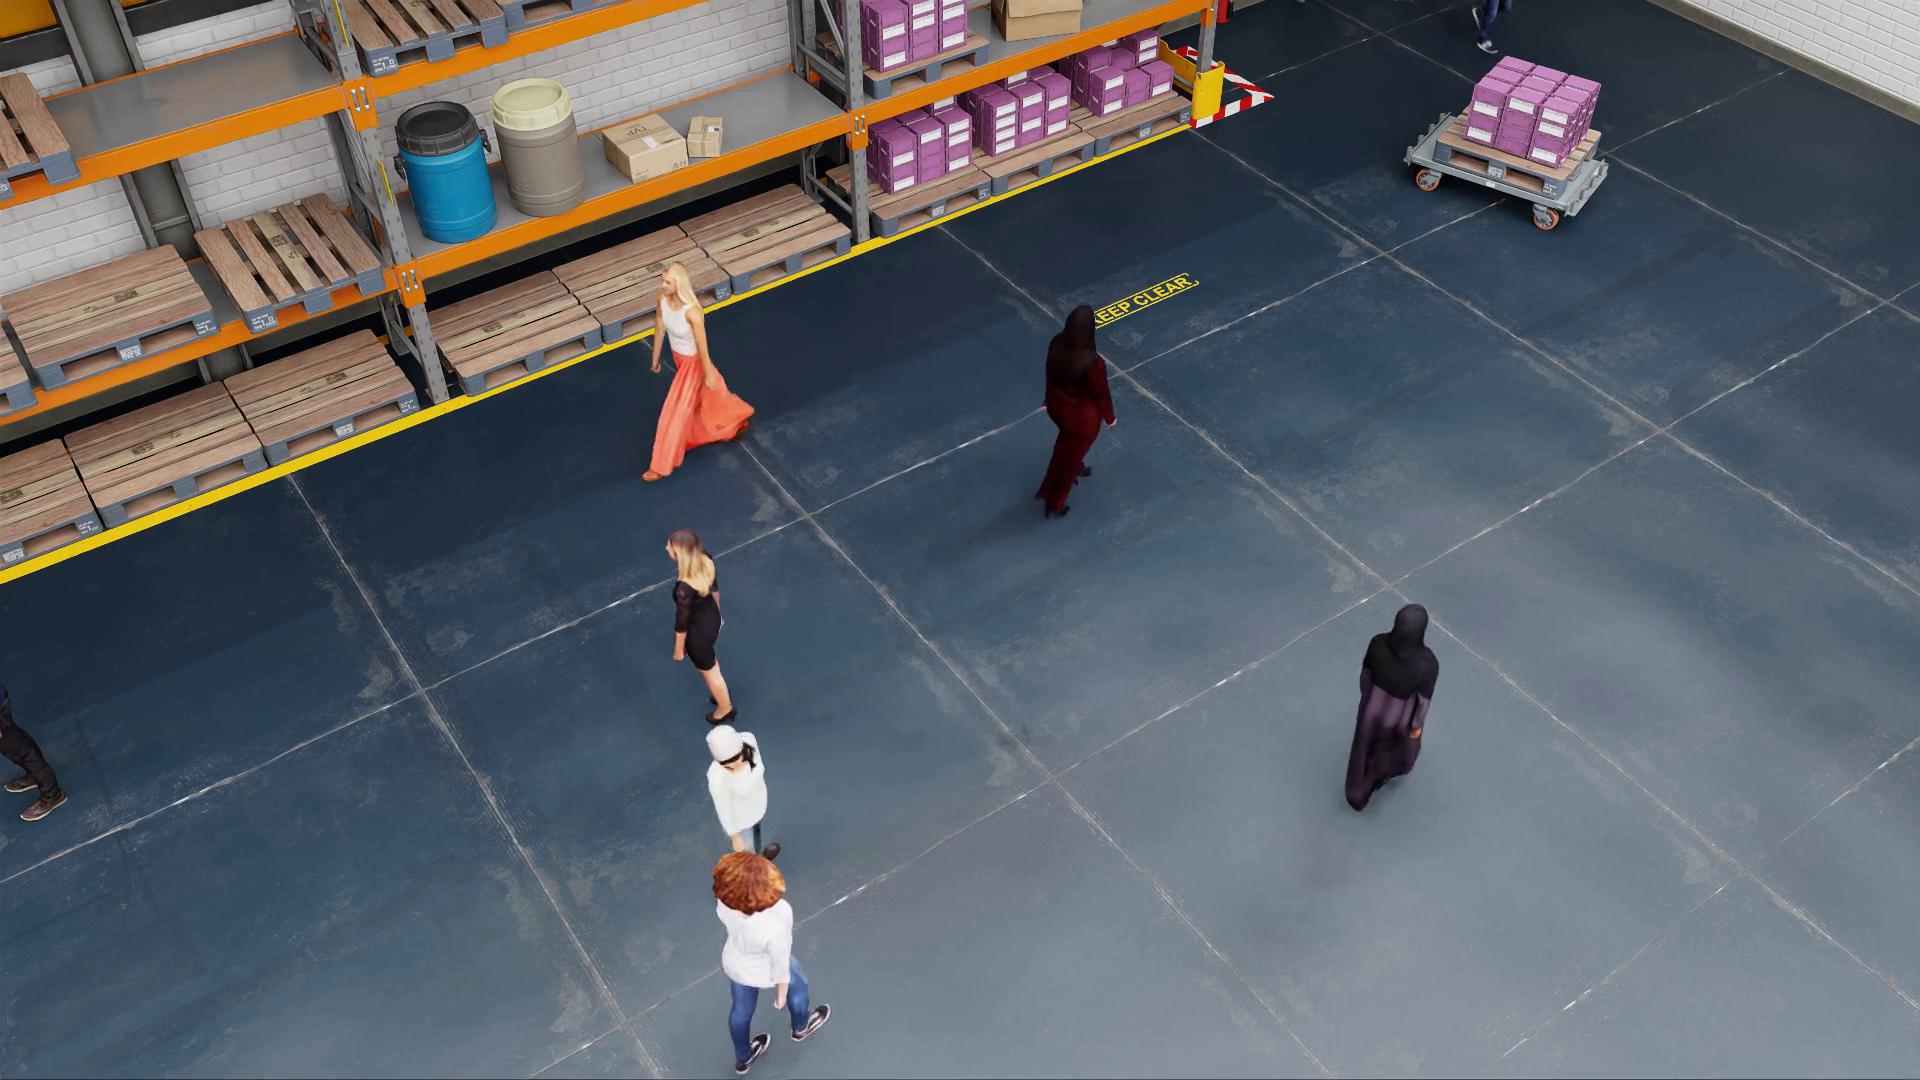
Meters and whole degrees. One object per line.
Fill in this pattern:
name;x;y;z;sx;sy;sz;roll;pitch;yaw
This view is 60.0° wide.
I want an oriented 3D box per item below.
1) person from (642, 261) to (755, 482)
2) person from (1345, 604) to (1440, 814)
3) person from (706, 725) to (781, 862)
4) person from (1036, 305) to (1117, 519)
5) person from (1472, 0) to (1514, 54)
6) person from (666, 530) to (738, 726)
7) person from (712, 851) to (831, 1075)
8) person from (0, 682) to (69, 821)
person;-1.913;-1.309;12.248;1.287;1.748;0.729;-32;52;-29
person;2.529;1.027;9.898;0.825;1.605;1.010;25;49;24
person;-1.214;1.478;9.410;0.831;1.626;0.672;8;44;9
person;0.736;-0.856;11.780;0.860;1.737;0.658;-24;49;-23
person;5.527;-5.827;17.139;0.732;1.542;0.632;-19;47;-19
person;-1.525;0.580;10.325;0.735;1.665;0.677;5;44;5
person;-1.098;2.237;8.564;0.815;1.694;0.933;22;48;22
person;-5.757;0.969;9.827;0.530;1.789;0.661;-29;51;-27
